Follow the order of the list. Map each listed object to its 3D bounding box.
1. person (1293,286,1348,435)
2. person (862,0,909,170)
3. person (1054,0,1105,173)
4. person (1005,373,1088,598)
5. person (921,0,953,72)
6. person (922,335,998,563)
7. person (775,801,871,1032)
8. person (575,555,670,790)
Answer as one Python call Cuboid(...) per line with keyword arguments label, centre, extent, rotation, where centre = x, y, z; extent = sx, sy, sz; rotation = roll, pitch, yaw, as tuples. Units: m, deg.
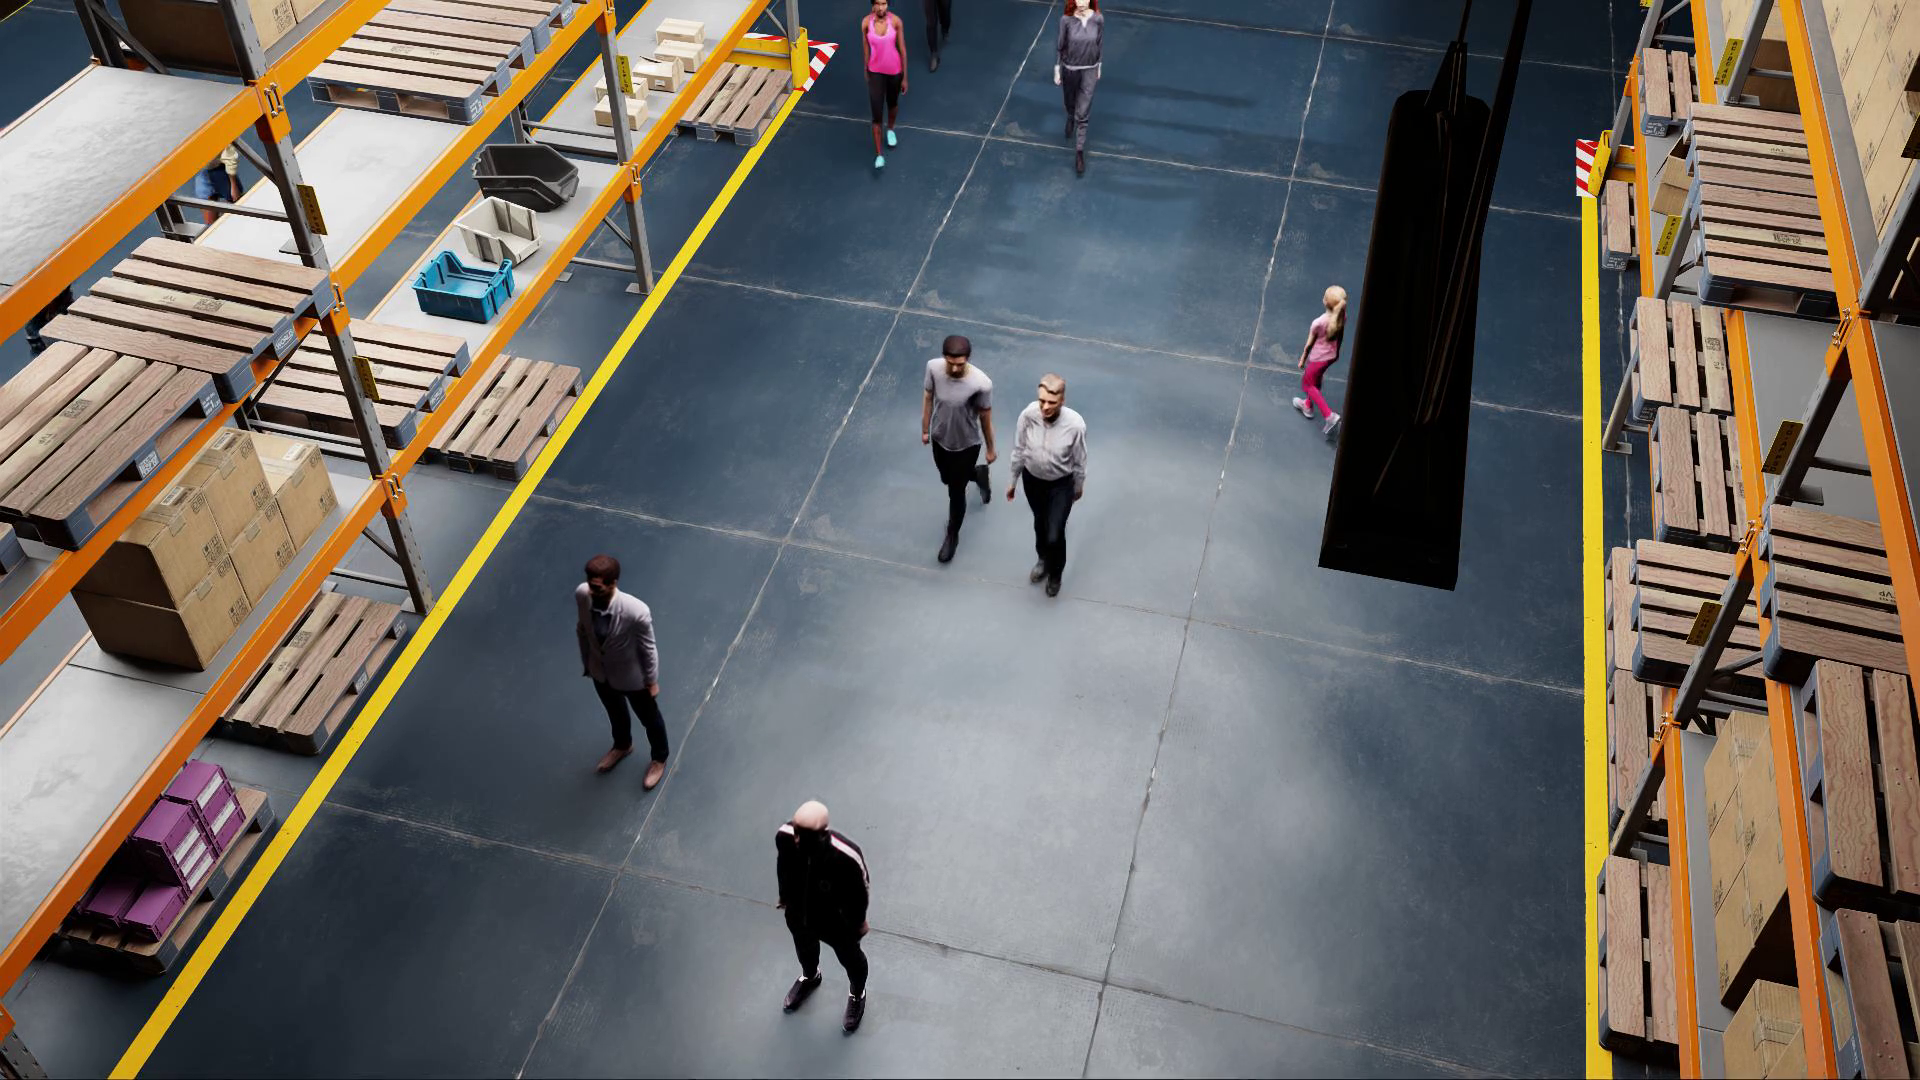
Cuboid(label="person", centre=(2.812, -1.381, 12.786), extent=(0.785, 1.261, 0.825), rotation=(-24, 49, -23))
Cuboid(label="person", centre=(-0.696, -4.438, 15.693), extent=(0.785, 1.679, 1.113), rotation=(-3, 44, -3))
Cuboid(label="person", centre=(1.116, -4.447, 15.662), extent=(0.774, 1.736, 1.219), rotation=(3, 44, 3))
Cuboid(label="person", centre=(0.635, -0.462, 11.427), extent=(0.712, 1.807, 0.709), rotation=(19, 47, 19))
Cuboid(label="person", centre=(-0.236, -5.671, 17.014), extent=(0.659, 1.641, 0.886), rotation=(5, 44, 5))
Cuboid(label="person", centre=(0.017, -0.756, 11.717), extent=(0.883, 1.832, 1.156), rotation=(18, 47, 18))
Cuboid(label="person", centre=(-0.720, 1.967, 8.857), extent=(0.714, 1.835, 0.620), rotation=(17, 46, 17))
Cuboid(label="person", centre=(-2.052, 0.765, 10.105), extent=(0.716, 1.853, 0.643), rotation=(18, 47, 18))
